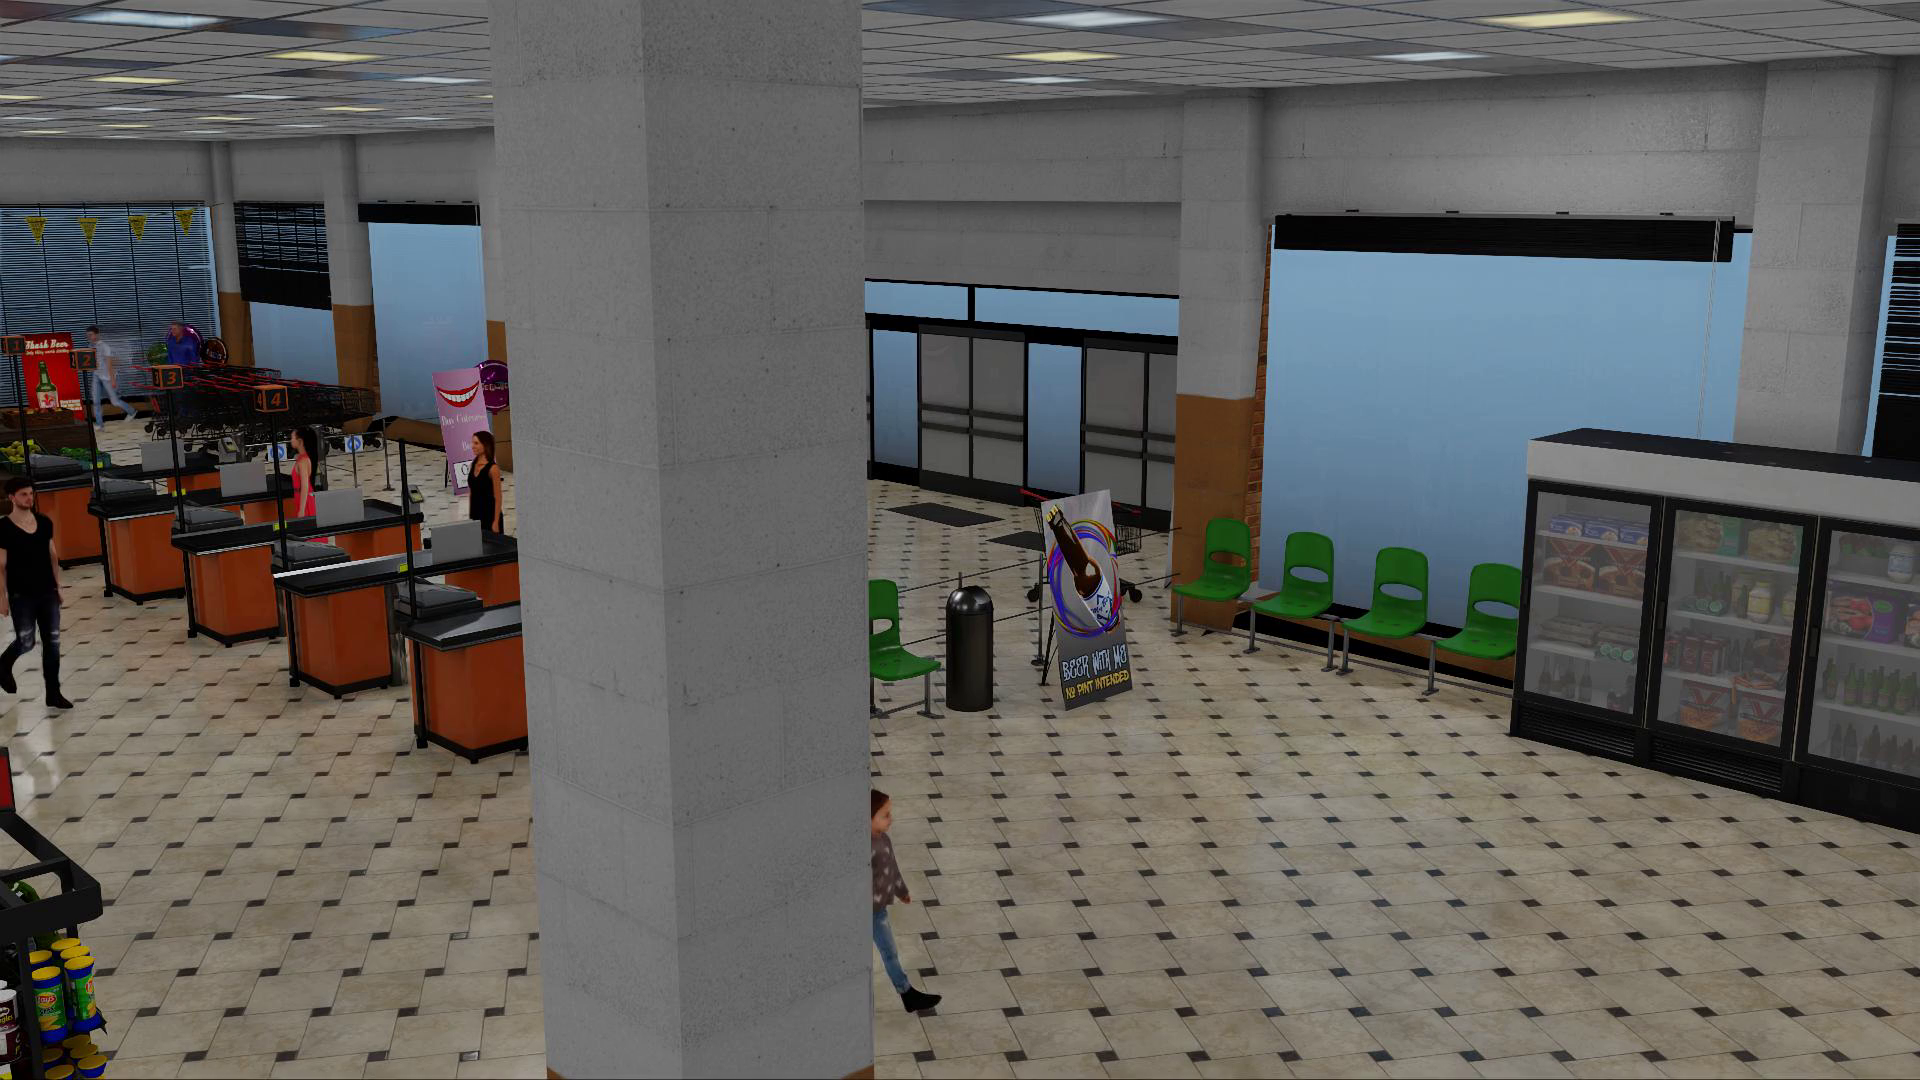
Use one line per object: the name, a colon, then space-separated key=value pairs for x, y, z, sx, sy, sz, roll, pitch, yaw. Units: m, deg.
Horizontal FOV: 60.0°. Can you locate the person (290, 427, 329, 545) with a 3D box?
person: x=-6.782 y=-0.326 z=17.310 sx=0.729 sy=1.727 sz=0.709 roll=-3 pitch=12 yaw=-14

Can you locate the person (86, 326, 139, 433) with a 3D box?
person: x=-14.714 y=-2.767 z=28.730 sx=1.024 sy=1.799 sz=1.292 roll=4 pitch=13 yaw=19

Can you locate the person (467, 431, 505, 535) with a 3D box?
person: x=-4.612 y=-0.152 z=16.225 sx=0.618 sy=1.834 sz=0.572 roll=9 pitch=15 yaw=35

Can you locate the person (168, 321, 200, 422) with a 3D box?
person: x=-13.907 y=-3.012 z=29.825 sx=0.803 sy=1.826 sz=0.771 roll=3 pitch=12 yaw=14

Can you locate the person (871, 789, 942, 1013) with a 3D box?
person: x=-0.493 y=1.830 z=8.439 sx=0.801 sy=1.163 sz=0.818 roll=2 pitch=12 yaw=12

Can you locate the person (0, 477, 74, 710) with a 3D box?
person: x=-7.512 y=0.428 z=13.363 sx=0.897 sy=1.878 sz=1.070 roll=7 pitch=14 yaw=30
